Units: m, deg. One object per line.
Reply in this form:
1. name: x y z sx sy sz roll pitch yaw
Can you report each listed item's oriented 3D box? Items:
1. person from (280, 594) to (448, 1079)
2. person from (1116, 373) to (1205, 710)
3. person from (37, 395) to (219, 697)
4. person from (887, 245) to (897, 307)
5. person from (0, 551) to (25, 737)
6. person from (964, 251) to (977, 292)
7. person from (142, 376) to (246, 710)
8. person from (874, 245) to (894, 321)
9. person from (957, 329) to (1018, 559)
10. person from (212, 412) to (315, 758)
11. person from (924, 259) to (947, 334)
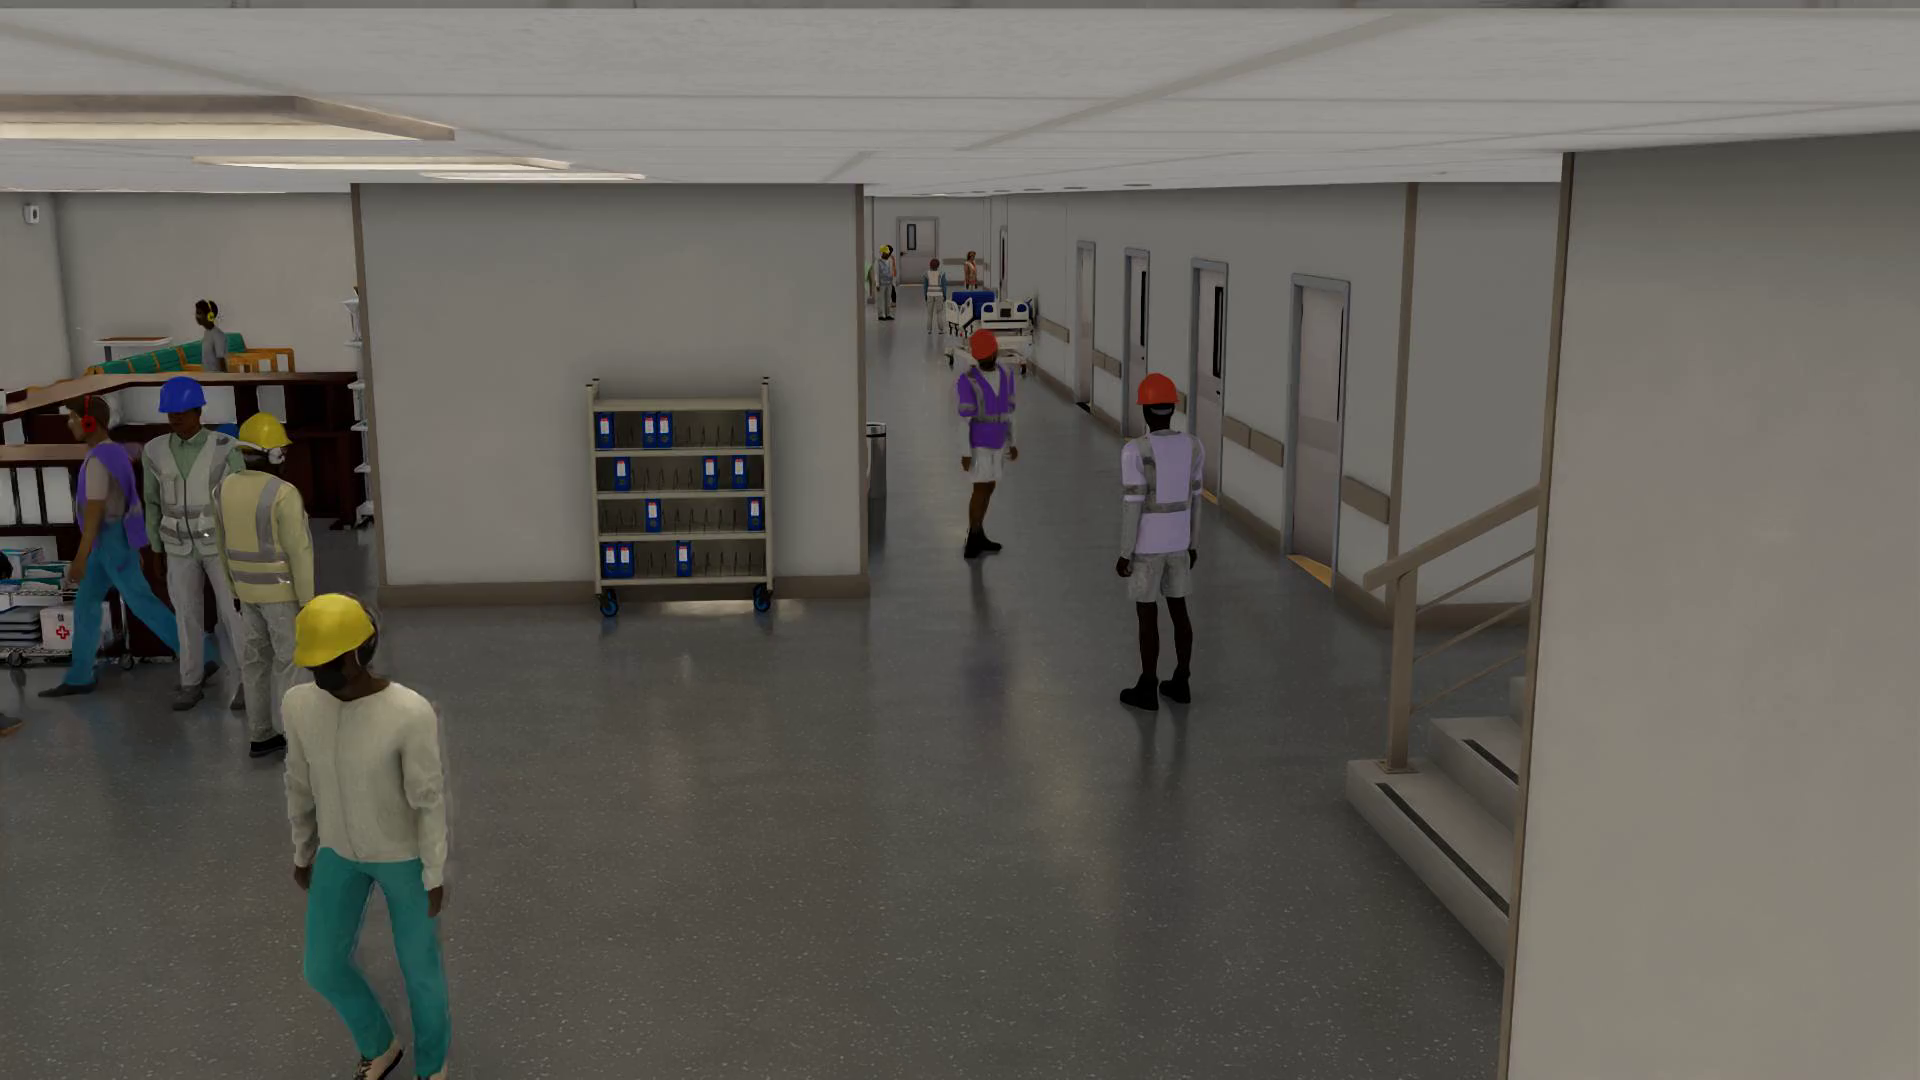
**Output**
1. person: -1.846 0.997 5.199 0.554 1.738 0.435 1 12 5
2. person: 1.129 0.009 9.575 0.550 1.933 0.373 -6 13 -29
3. person: -4.940 0.041 9.804 0.976 1.804 0.575 -5 13 -24
4. person: -1.895 -7.192 45.372 0.323 1.687 0.536 1 12 6
5. person: -5.451 0.111 9.013 0.777 1.953 0.634 -2 12 -10
6. person: 0.265 -6.398 41.607 0.311 1.642 0.513 6 13 27
7. person: -4.333 0.028 9.491 0.601 1.938 0.418 0 12 -1
8. person: -1.825 -6.237 40.384 0.403 1.826 0.596 10 16 42
9. person: 0.198 -0.797 13.649 0.590 1.888 0.521 -10 15 -41
10. person: -3.558 0.253 8.639 0.602 1.830 0.404 6 13 27
11. person: -0.542 -5.325 36.372 0.513 1.638 0.307 3 12 14
